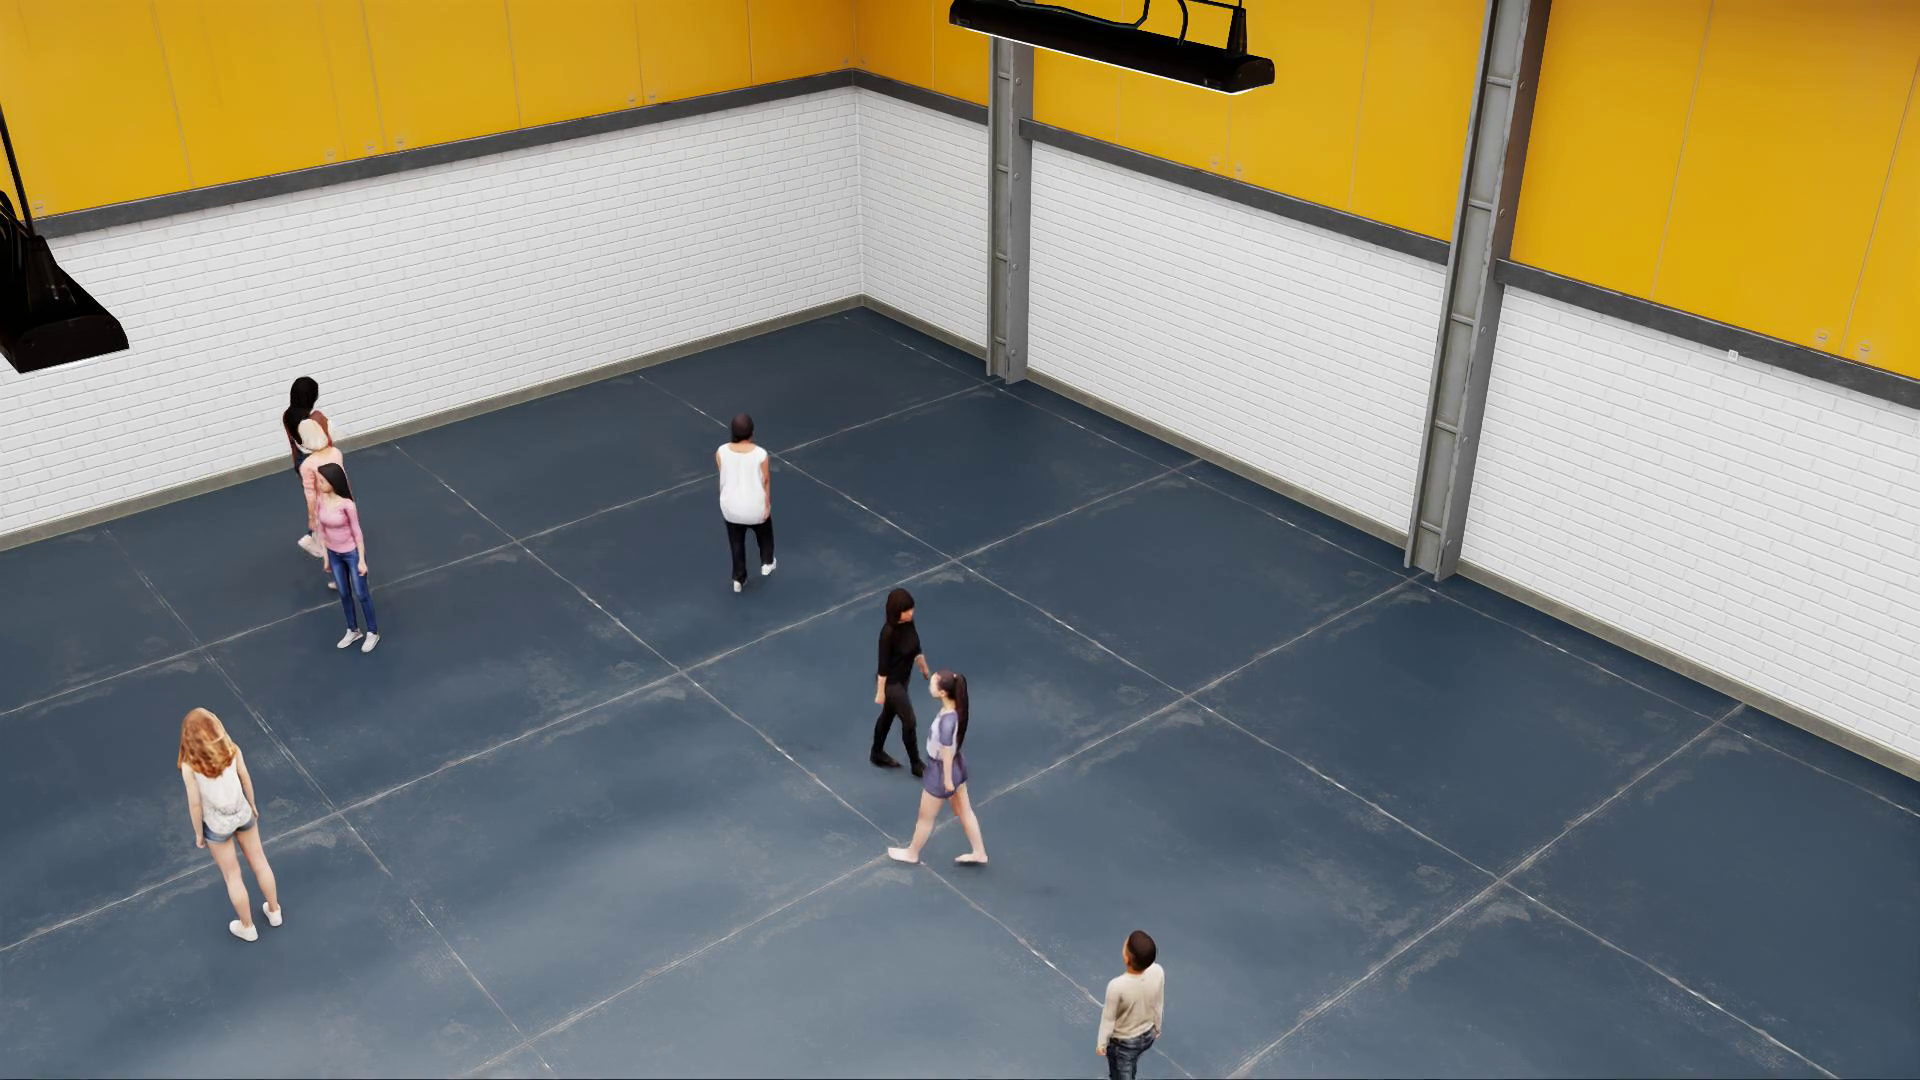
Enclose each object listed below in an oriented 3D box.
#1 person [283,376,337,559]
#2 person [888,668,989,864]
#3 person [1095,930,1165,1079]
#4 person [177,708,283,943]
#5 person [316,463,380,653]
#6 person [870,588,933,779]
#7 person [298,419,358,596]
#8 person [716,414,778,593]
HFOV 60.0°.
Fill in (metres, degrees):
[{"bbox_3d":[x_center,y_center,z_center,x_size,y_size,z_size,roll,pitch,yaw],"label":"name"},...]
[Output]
[{"bbox_3d":[-5.976,-0.616,15.326,0.938,1.787,0.900,13,31,22],"label":"person"},{"bbox_3d":[-0.009,1.599,11.441,1.035,1.620,0.899,8,30,15],"label":"person"},{"bbox_3d":[0.993,2.838,9.353,0.624,1.443,0.950,-17,33,-28],"label":"person"},{"bbox_3d":[-4.749,1.856,10.830,0.539,1.755,0.592,25,37,38],"label":"person"},{"bbox_3d":[-5.169,0.124,14.017,0.594,1.742,0.707,11,30,19],"label":"person"},{"bbox_3d":[-0.555,1.039,12.471,0.933,1.616,0.782,11,30,19],"label":"person"},{"bbox_3d":[-5.532,-0.250,14.734,0.913,1.711,0.800,12,31,21],"label":"person"},{"bbox_3d":[-1.940,-0.307,14.885,0.923,1.667,0.972,4,29,7],"label":"person"}]
